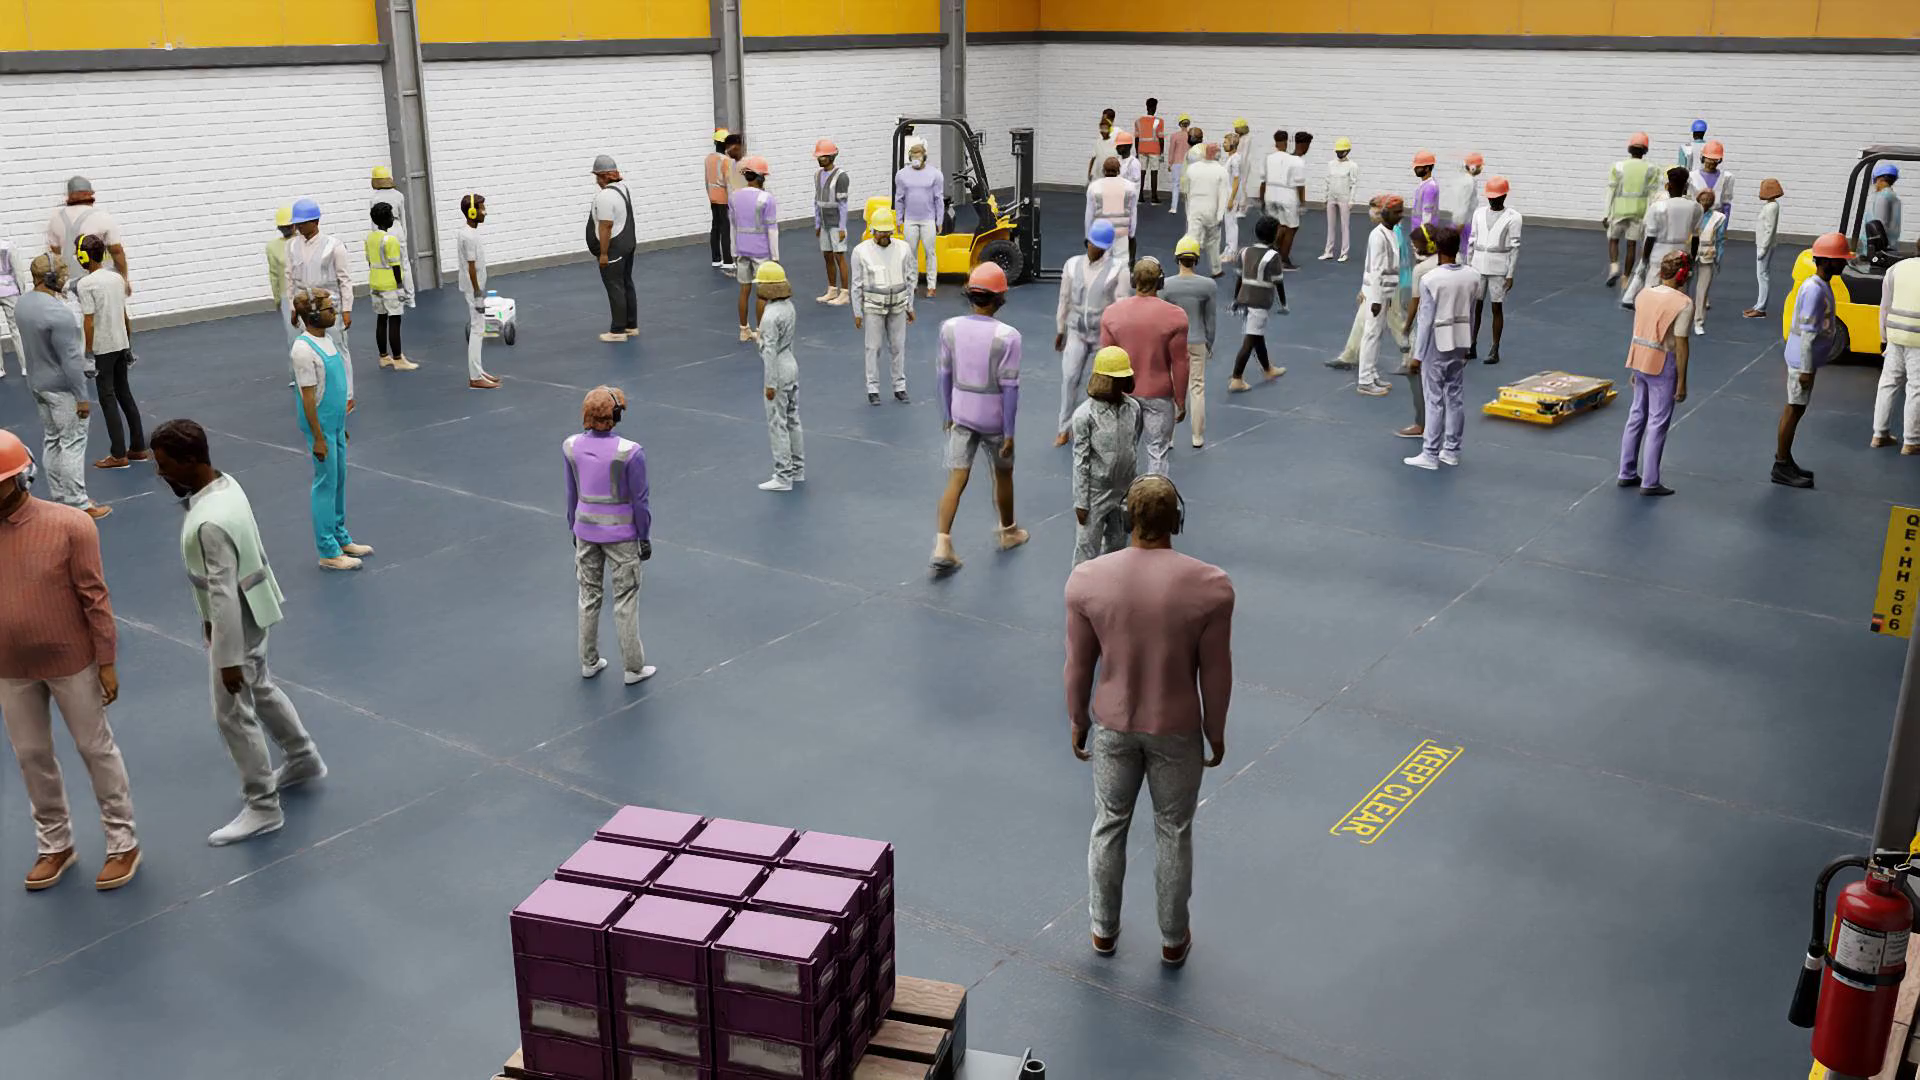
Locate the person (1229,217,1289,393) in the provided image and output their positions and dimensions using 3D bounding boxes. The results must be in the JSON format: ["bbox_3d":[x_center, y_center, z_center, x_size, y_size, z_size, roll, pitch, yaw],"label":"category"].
[{"bbox_3d":[2.910,-2.265,15.959,0.836,1.646,0.541,-10,20,-27],"label":"person"}]

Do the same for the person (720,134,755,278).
[{"bbox_3d":[-3.001,-4.528,22.623,0.809,1.922,0.702,-12,21,-33],"label":"person"}]

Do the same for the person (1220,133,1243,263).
[{"bbox_3d":[3.888,-4.921,23.965,0.343,1.846,0.507,0,18,1],"label":"person"}]

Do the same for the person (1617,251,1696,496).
[{"bbox_3d":[5.220,-1.245,12.482,0.386,1.837,0.563,-5,18,-16],"label":"person"}]

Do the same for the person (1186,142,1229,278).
[{"bbox_3d":[3.299,-4.394,22.325,0.647,1.852,1.032,10,20,28],"label":"person"}]

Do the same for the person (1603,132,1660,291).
[{"bbox_3d":[8.677,-4.244,21.546,0.622,2.031,0.448,6,19,18],"label":"person"}]

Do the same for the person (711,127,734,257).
[{"bbox_3d":[-3.481,-5.146,24.607,0.585,1.882,0.343,17,24,42],"label":"person"}]

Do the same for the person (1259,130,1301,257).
[{"bbox_3d":[4.455,-4.786,23.423,0.667,1.920,0.784,16,24,41],"label":"person"}]

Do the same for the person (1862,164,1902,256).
[{"bbox_3d":[10.193,-3.184,18.465,0.390,1.896,0.699,12,21,34],"label":"person"}]

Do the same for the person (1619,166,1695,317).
[{"bbox_3d":[8.415,-3.551,19.798,0.959,1.779,0.589,7,19,20],"label":"person"}]

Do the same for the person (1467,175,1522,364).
[{"bbox_3d":[5.456,-2.781,17.132,0.543,1.931,0.371,15,23,39],"label":"person"}]

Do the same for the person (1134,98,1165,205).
[{"bbox_3d":[3.544,-7.256,31.074,0.607,1.966,0.367,10,20,27],"label":"person"}]

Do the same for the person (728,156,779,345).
[{"bbox_3d":[-2.213,-3.142,18.112,0.611,2.030,0.410,10,20,28],"label":"person"}]

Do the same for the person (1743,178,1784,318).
[{"bbox_3d":[9.532,-3.457,19.728,0.274,1.631,0.507,9,20,25],"label":"person"}]

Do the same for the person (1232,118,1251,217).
[{"bbox_3d":[4.934,-6.531,29.201,0.400,1.723,0.483,-6,19,-17],"label":"person"}]

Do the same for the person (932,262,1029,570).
[{"bbox_3d":[0.117,-0.810,10.868,0.626,1.998,1.035,10,20,28],"label":"person"}]

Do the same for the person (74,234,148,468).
[{"bbox_3d":[-6.800,-1.497,13.246,0.341,1.857,0.524,3,18,9],"label":"person"}]

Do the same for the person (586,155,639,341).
[{"bbox_3d":[-3.853,-3.236,18.379,0.537,2.000,0.687,4,18,11],"label":"person"}]

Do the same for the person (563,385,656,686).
[{"bbox_3d":[-1.898,-0.019,8.985,0.514,1.631,0.318,7,19,20],"label":"person"}]

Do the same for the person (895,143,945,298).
[{"bbox_3d":[-0.511,-4.043,21.088,0.635,1.931,0.379,3,18,10],"label":"person"}]

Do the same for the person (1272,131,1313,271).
[{"bbox_3d":[4.652,-4.714,23.179,0.456,1.938,0.623,-3,18,-9],"label":"person"}]

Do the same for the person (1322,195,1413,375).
[{"bbox_3d":[4.202,-2.531,16.587,0.935,1.788,0.564,0,18,0],"label":"person"}]

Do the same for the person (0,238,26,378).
[{"bbox_3d":[-9.506,-2.415,16.459,0.511,1.640,0.308,-5,18,-14],"label":"person"}]

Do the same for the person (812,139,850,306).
[{"bbox_3d":[-1.609,-3.898,20.473,0.415,2.035,0.601,-16,23,-40],"label":"person"}]

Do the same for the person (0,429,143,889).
[{"bbox_3d":[-3.766,0.498,6.802,0.626,1.982,0.409,-2,18,-5],"label":"person"}]

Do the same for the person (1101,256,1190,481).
[{"bbox_3d":[1.279,-0.993,11.529,0.631,1.940,0.372,7,19,20],"label":"person"}]

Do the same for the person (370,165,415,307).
[{"bbox_3d":[-6.955,-3.674,20.248,0.323,1.737,0.486,12,21,33],"label":"person"}]

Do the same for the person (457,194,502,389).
[{"bbox_3d":[-4.662,-2.396,16.048,0.322,1.861,0.514,-5,18,-14],"label":"person"}]

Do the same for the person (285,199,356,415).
[{"bbox_3d":[-5.738,-2.074,14.897,0.614,1.943,0.405,4,18,11],"label":"person"}]

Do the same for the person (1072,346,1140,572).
[{"bbox_3d":[0.851,-0.250,9.520,0.491,1.744,0.294,-14,22,-37],"label":"person"}]

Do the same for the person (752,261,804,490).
[{"bbox_3d":[-1.402,-1.247,12.655,0.328,1.735,0.494,4,18,13],"label":"person"}]

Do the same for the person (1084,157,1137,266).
[{"bbox_3d":[1.826,-3.725,20.244,0.643,1.838,0.431,-1,18,-4],"label":"person"}]
